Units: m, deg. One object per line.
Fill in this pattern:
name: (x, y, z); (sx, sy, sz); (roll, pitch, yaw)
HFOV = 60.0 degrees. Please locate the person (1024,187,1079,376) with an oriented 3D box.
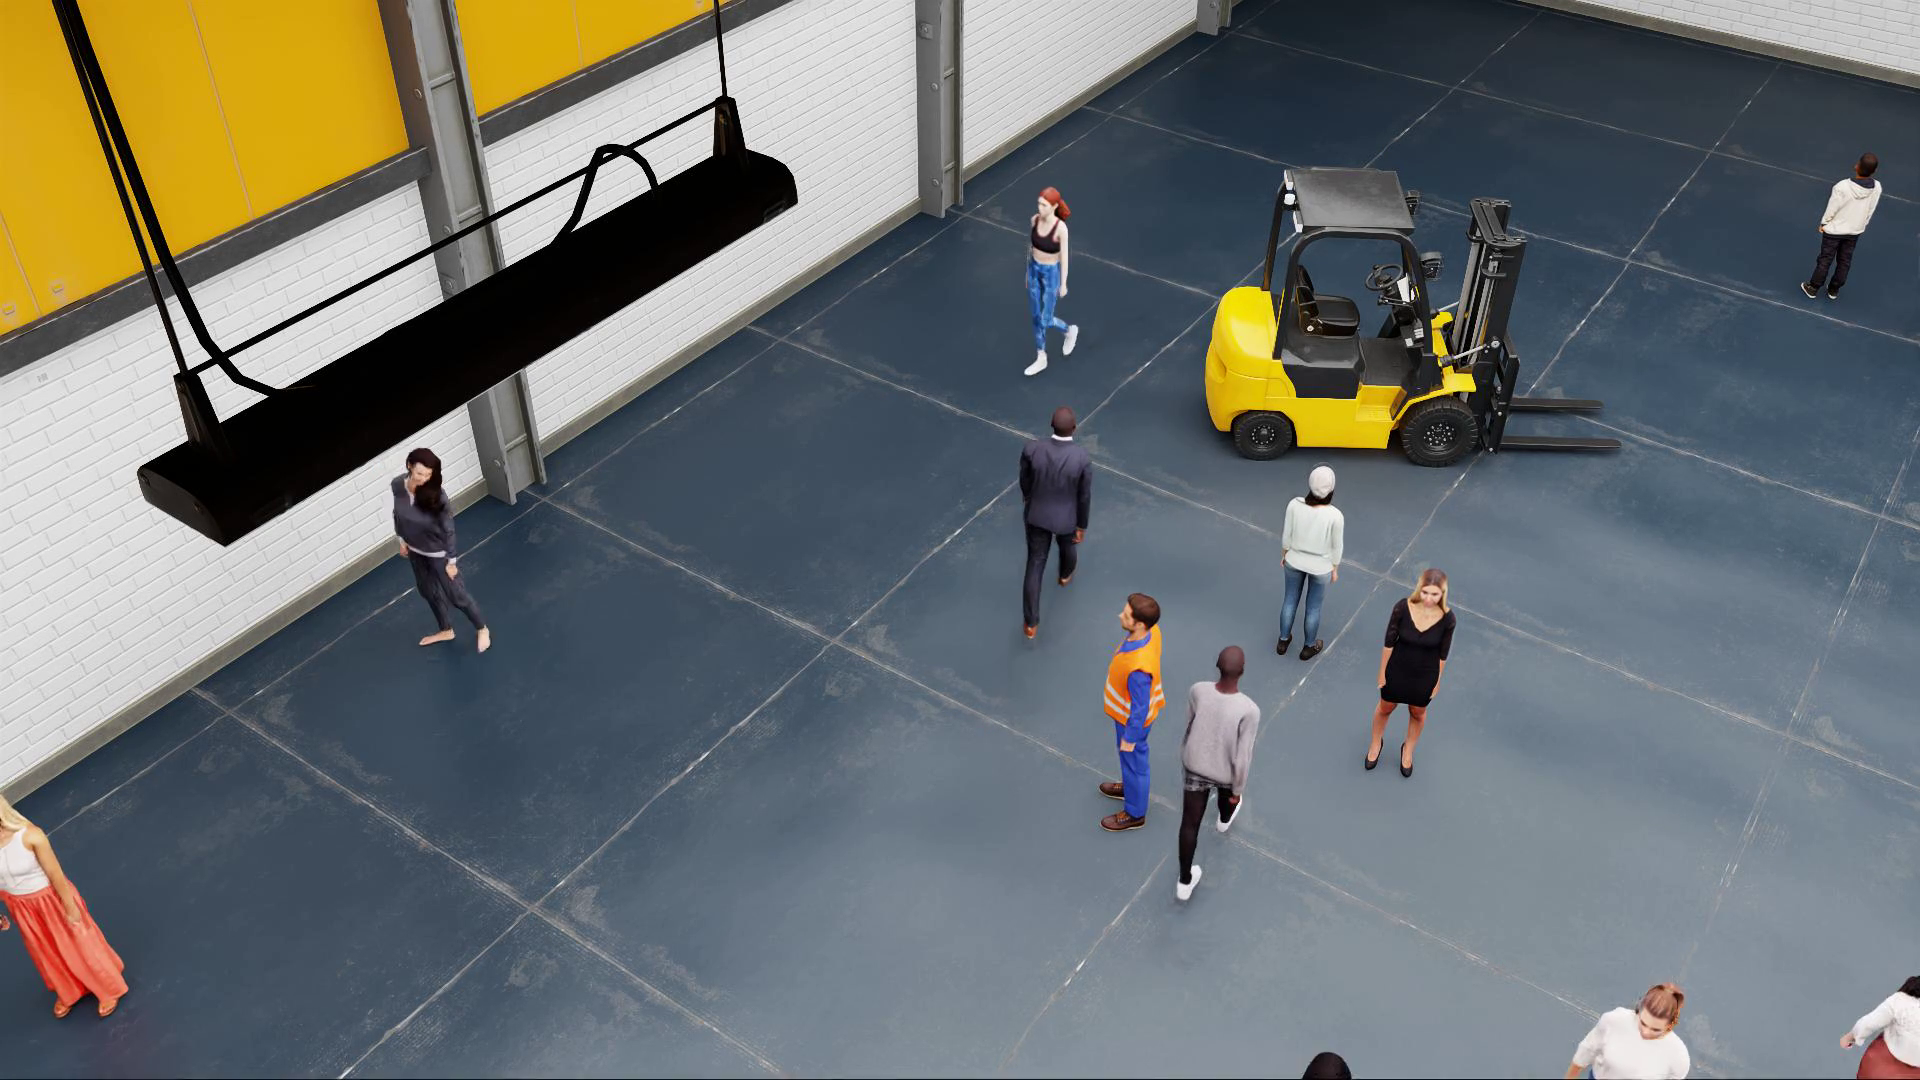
person: (0.801, -2.290, 14.556); (0.867, 1.776, 0.657); (-31, 48, -32)

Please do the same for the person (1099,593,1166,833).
person: (1.083, 1.059, 10.292); (0.848, 1.864, 0.724); (4, 39, 5)

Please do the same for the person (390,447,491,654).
person: (-3.728, 0.055, 11.638); (0.731, 1.752, 0.627); (28, 46, 30)

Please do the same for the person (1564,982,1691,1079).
person: (3.346, 2.742, 8.326); (1.121, 1.686, 0.814); (-27, 46, -29)

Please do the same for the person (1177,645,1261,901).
person: (1.478, 1.432, 9.939); (0.711, 1.720, 1.151); (18, 42, 21)

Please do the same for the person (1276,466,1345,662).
person: (2.441, 0.152, 11.603); (0.594, 1.645, 0.543); (18, 42, 21)

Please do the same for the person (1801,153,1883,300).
person: (8.321, -2.945, 15.633); (0.655, 1.455, 0.667); (4, 39, 5)

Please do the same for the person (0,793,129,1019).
person: (-5.079, 1.987, 9.182); (0.728, 1.799, 0.765); (-1, 39, -1)

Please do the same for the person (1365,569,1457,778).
person: (2.903, 0.853, 10.699); (0.599, 1.677, 0.561); (10, 40, 13)

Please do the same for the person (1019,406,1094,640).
person: (0.637, -0.106, 11.814); (1.019, 1.784, 1.324); (8, 39, 10)
